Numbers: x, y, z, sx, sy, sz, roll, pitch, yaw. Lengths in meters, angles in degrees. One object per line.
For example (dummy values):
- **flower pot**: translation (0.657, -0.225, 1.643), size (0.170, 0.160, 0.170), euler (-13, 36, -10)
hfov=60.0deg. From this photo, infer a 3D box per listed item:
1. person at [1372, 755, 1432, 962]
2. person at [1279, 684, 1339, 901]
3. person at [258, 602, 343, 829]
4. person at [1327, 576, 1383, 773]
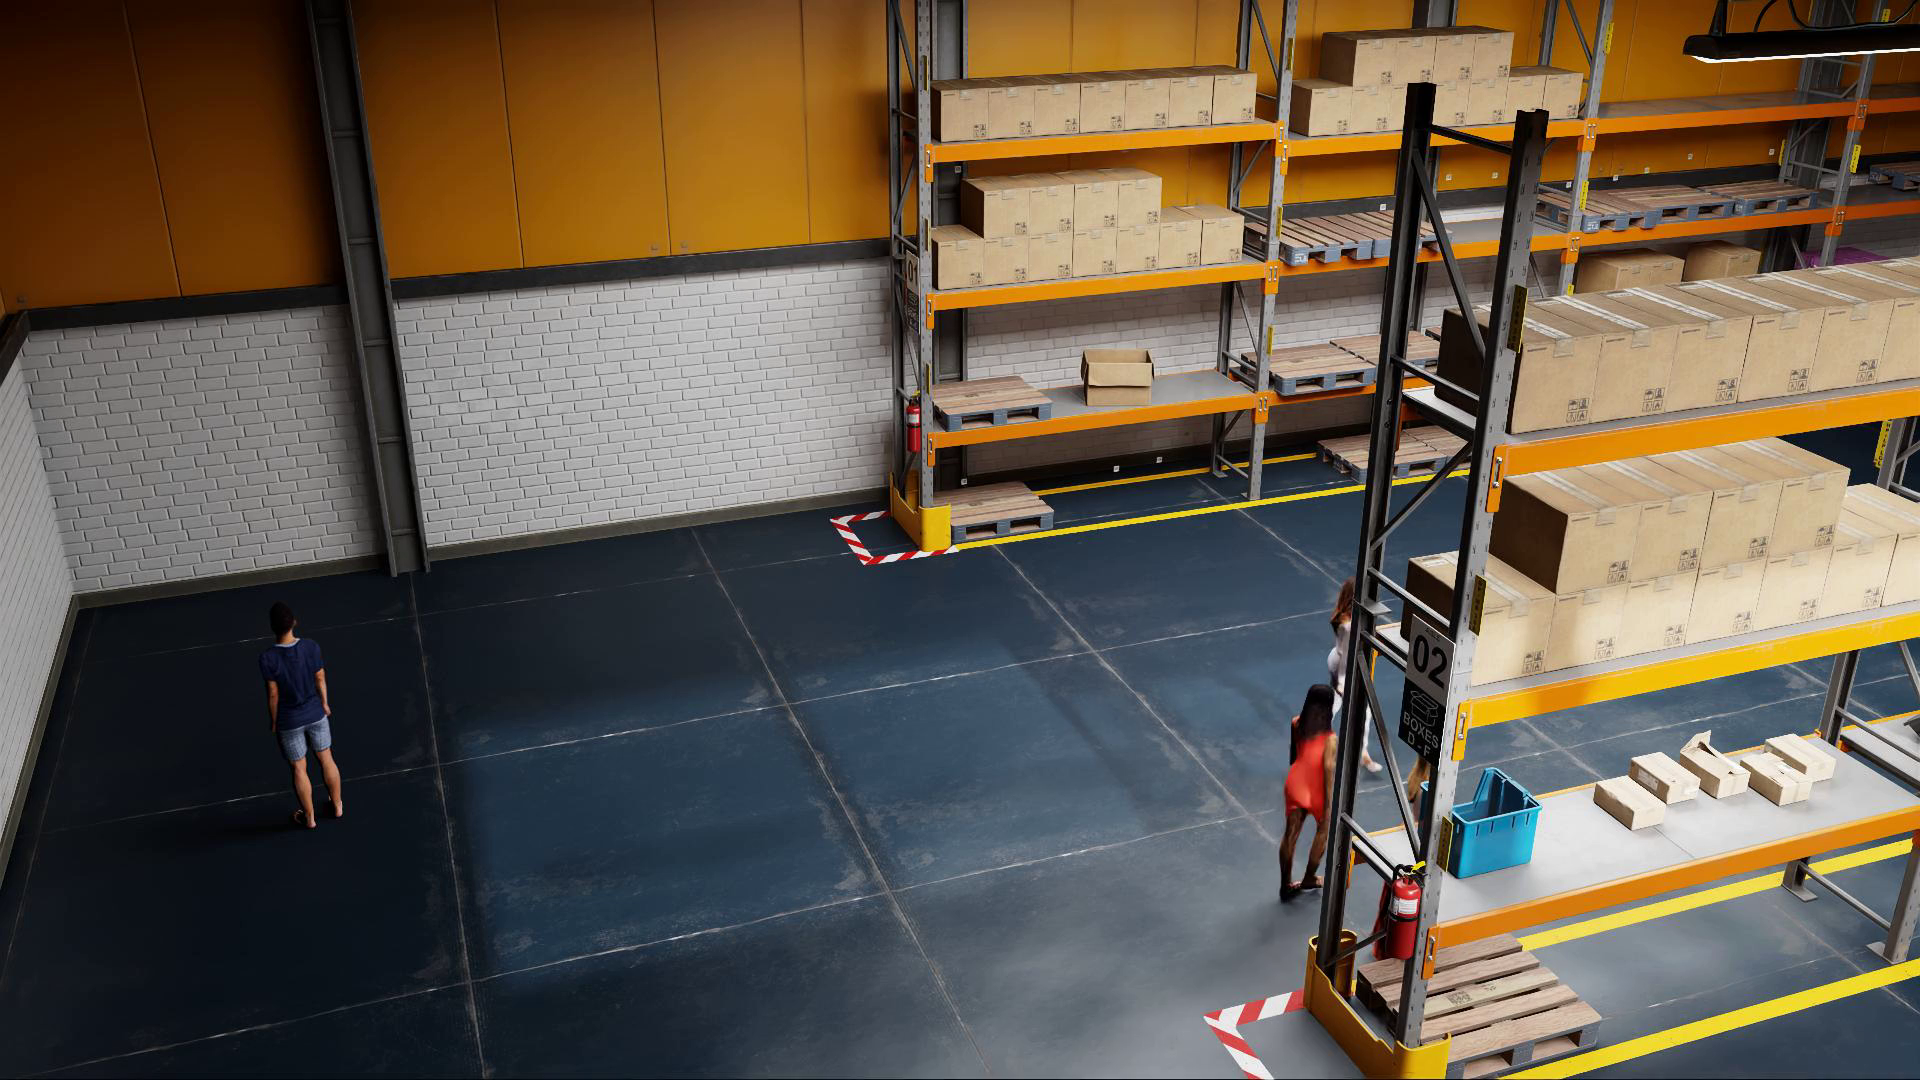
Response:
- **person**: translation (3.061, 2.083, 11.176), size (0.750, 1.800, 0.721), euler (4, 24, 9)
- **person**: translation (2.437, 1.838, 11.857), size (0.722, 1.703, 0.755), euler (20, 30, 38)
- **person**: translation (-5.080, 1.348, 12.802), size (0.600, 1.846, 0.748), euler (-19, 30, -37)
- **person**: translation (3.032, 1.098, 13.497), size (0.933, 1.747, 0.811), euler (3, 24, 6)
